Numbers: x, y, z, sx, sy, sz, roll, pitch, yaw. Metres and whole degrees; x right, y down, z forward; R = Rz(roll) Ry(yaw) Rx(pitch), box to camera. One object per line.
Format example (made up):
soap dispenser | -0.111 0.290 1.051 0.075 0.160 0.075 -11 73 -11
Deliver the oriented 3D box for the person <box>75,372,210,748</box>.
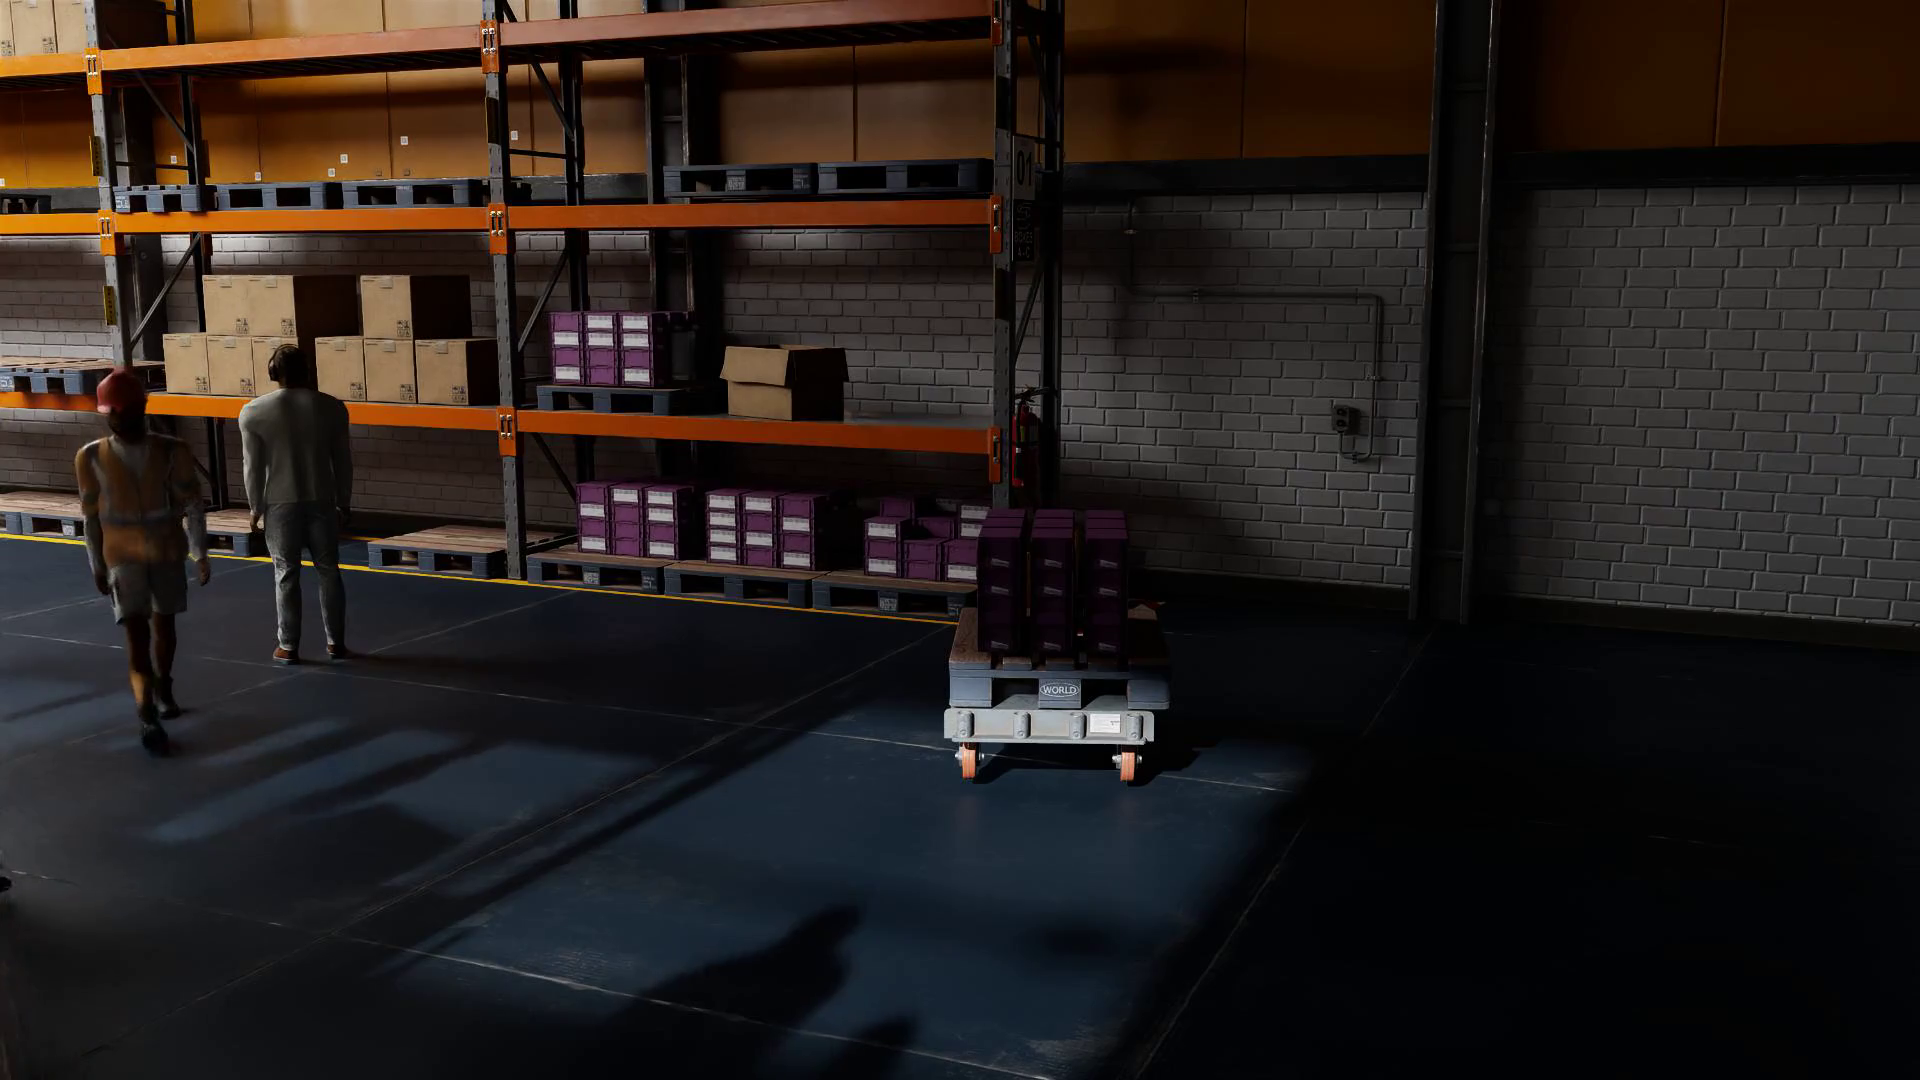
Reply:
person | -4.168 0.082 8.503 0.558 1.879 1.032 -5 11 -29

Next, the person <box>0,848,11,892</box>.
person | -3.925 0.583 6.277 0.547 1.592 0.842 -9 13 -43

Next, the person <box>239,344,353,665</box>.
person | -3.992 -0.214 10.059 0.631 1.940 0.372 -6 11 -32
